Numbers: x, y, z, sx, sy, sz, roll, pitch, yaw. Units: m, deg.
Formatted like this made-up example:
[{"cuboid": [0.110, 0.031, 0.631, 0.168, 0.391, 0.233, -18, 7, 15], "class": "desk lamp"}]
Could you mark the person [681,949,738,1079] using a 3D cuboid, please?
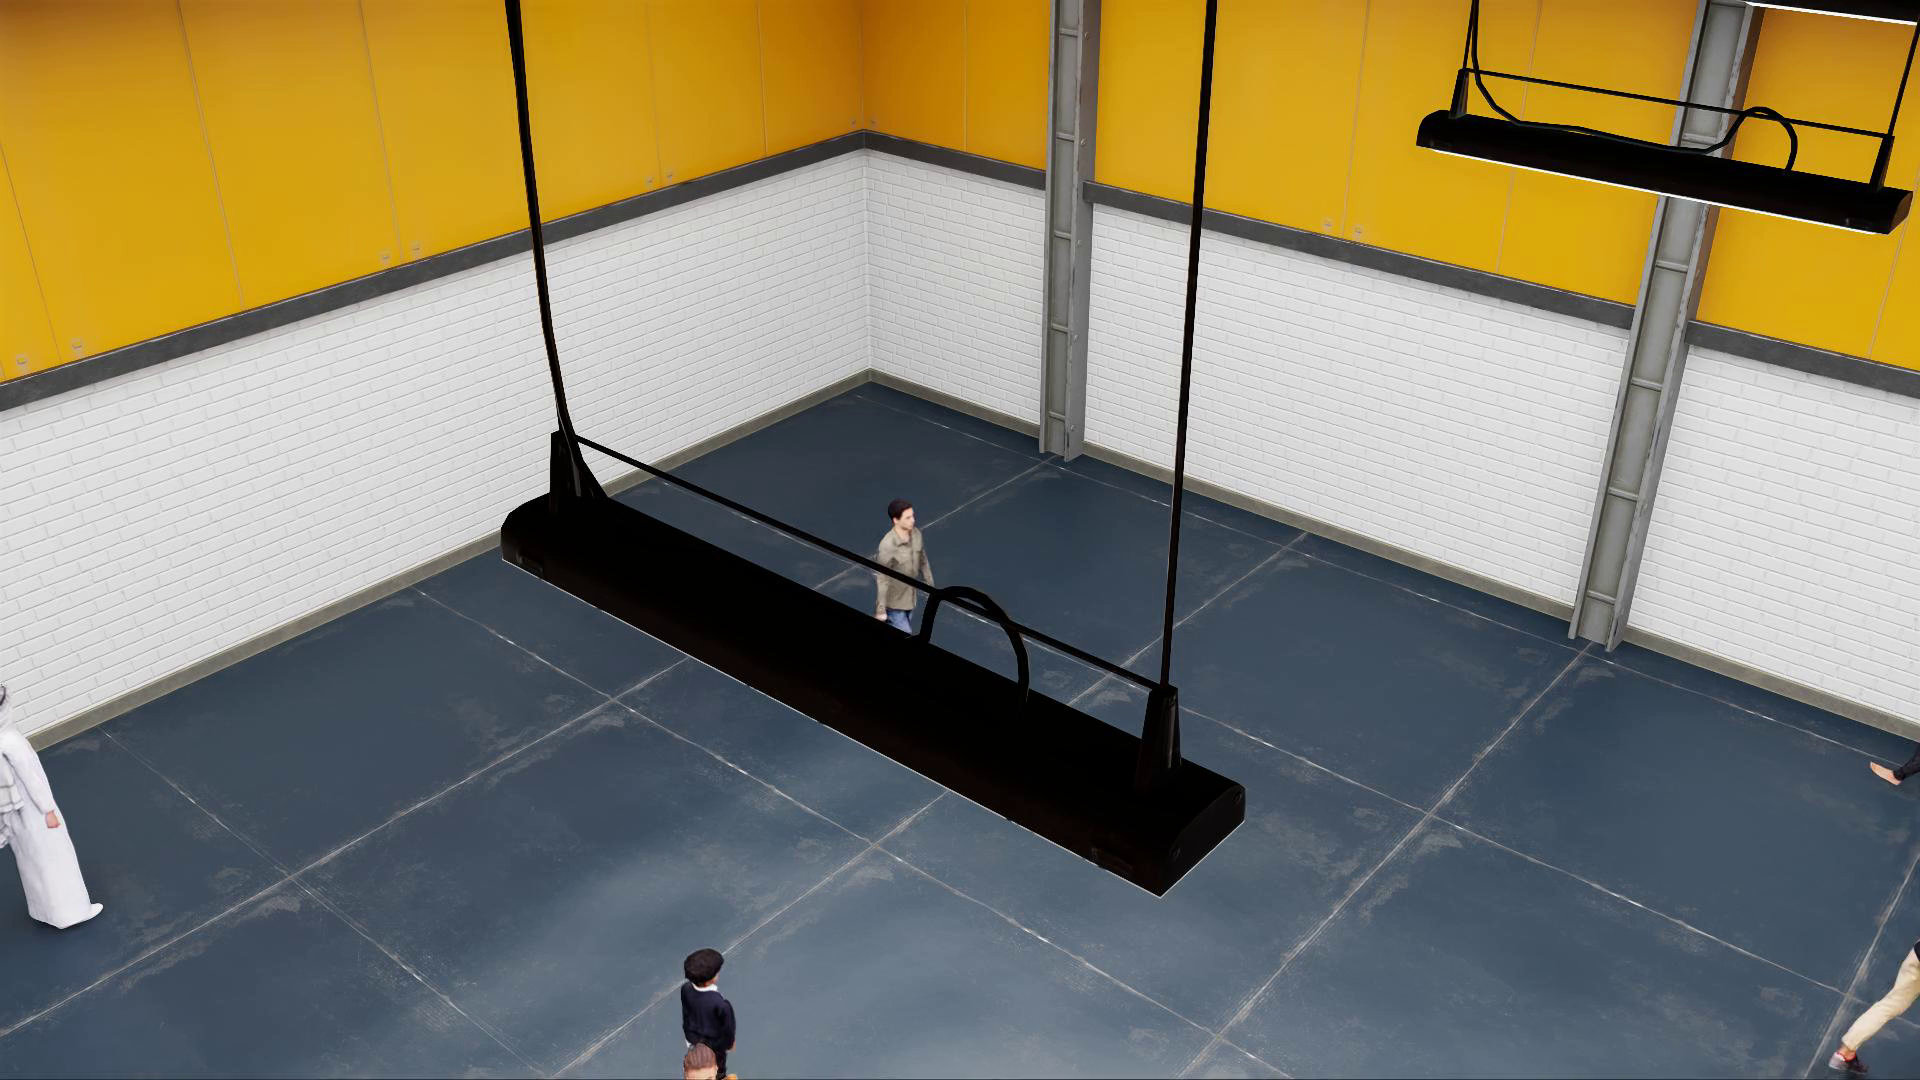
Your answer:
[{"cuboid": [-1.531, 2.957, 9.860, 0.702, 1.214, 0.589, 18, 33, 29], "class": "person"}]

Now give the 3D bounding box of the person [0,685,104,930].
[{"cuboid": [-6.318, 1.795, 11.247, 0.629, 1.925, 0.790, 15, 32, 26], "class": "person"}]

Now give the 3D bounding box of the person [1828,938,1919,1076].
[{"cuboid": [5.763, 2.564, 9.951, 1.190, 1.816, 1.165, -4, 29, -7], "class": "person"}]

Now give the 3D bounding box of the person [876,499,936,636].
[{"cuboid": [-0.576, 0.478, 13.752, 1.036, 1.840, 0.819, 16, 33, 27], "class": "person"}]
